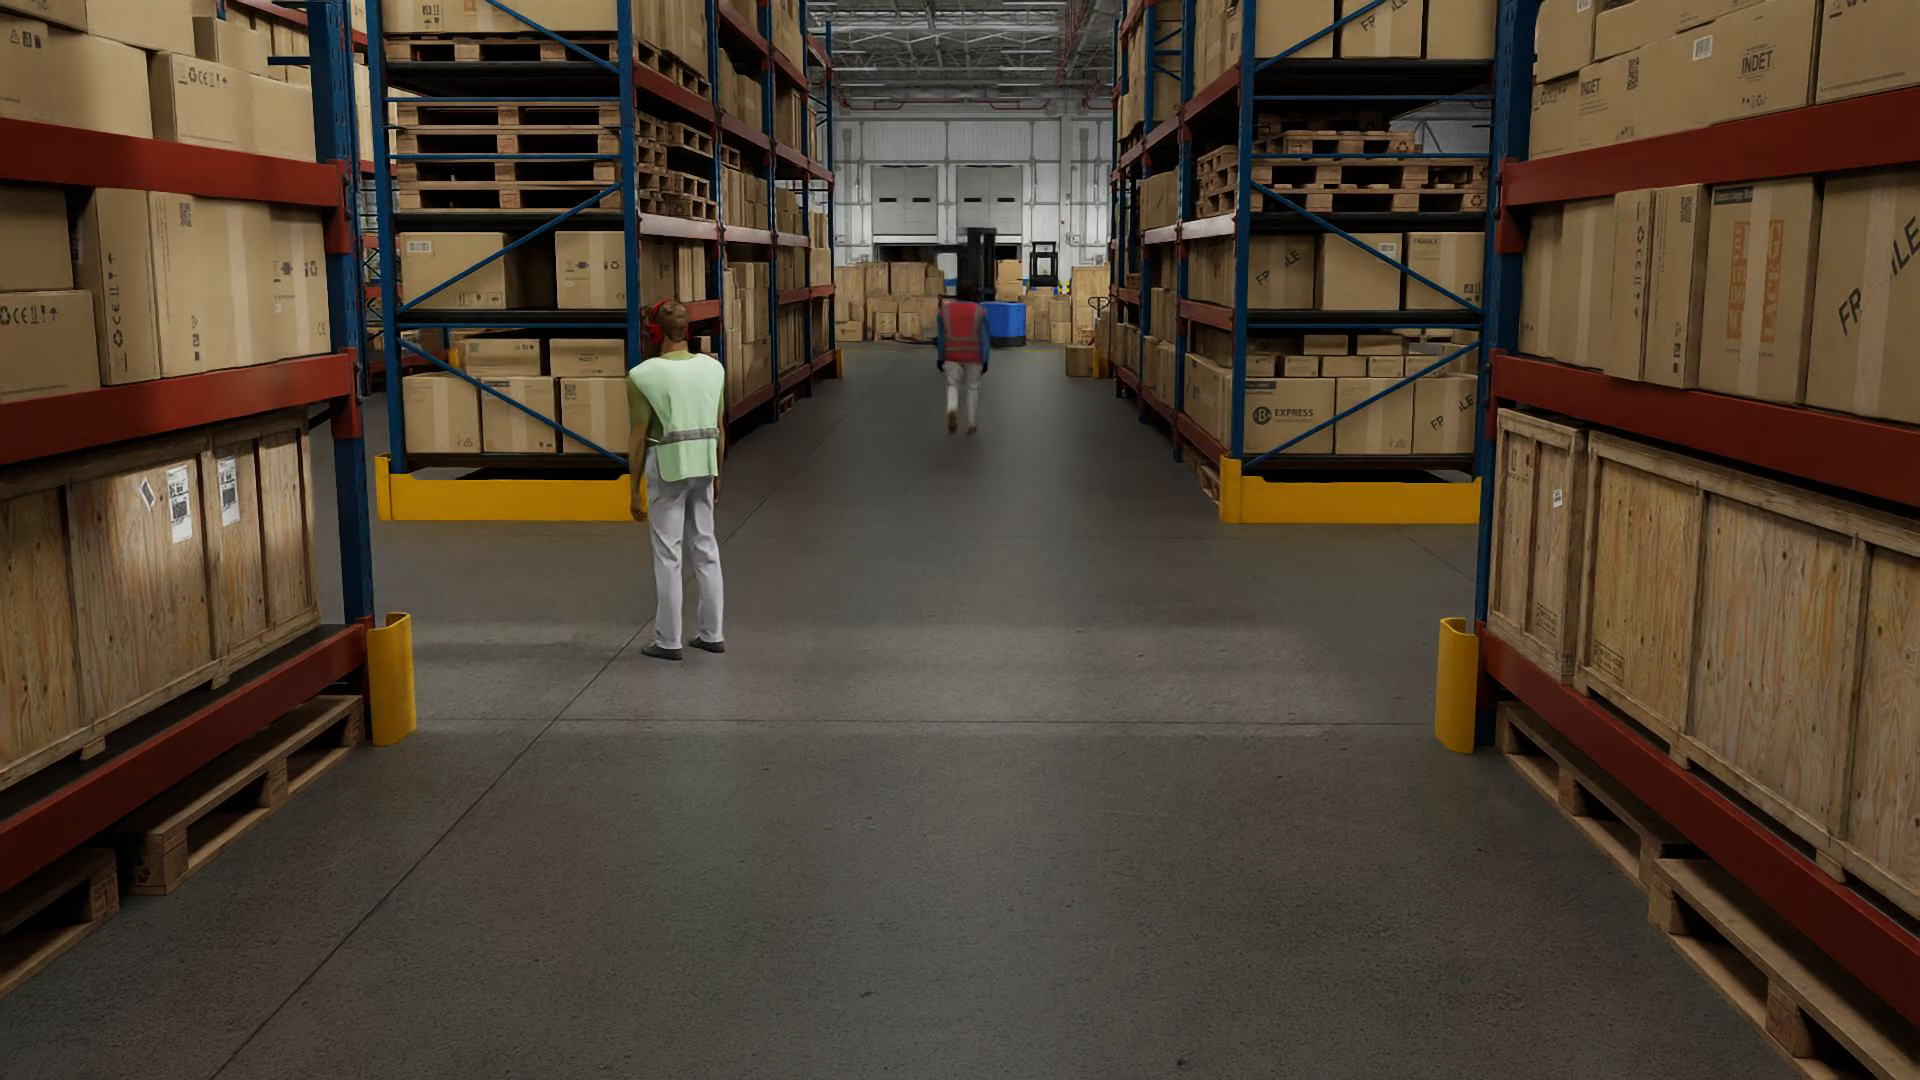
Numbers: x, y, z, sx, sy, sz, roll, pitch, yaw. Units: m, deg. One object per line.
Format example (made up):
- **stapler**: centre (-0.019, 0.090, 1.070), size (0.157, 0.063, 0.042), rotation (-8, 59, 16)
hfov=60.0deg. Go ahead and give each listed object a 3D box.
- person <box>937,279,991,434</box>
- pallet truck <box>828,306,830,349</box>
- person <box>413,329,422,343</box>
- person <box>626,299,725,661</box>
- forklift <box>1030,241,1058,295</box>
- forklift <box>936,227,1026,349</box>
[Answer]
- **person**: centre (0.043, -2.140, 19.532), size (0.647, 1.825, 0.560), rotation (1, 10, 7)
- **pallet truck**: centre (-3.100, -3.940, 29.800), size (1.885, 1.965, 0.823), rotation (3, 10, 19)
- **person**: centre (-13.694, -5.921, 41.916), size (0.642, 1.942, 0.420), rotation (3, 10, 19)
- **person**: centre (-1.428, -0.296, 8.464), size (0.564, 1.841, 0.397), rotation (-9, 13, -42)
- **forklift**: centre (3.223, -10.085, 63.971), size (1.129, 2.768, 1.873), rotation (0, 9, 1)
- **forklift**: centre (0.523, -5.883, 38.802), size (1.873, 2.768, 1.129), rotation (5, 11, 27)
